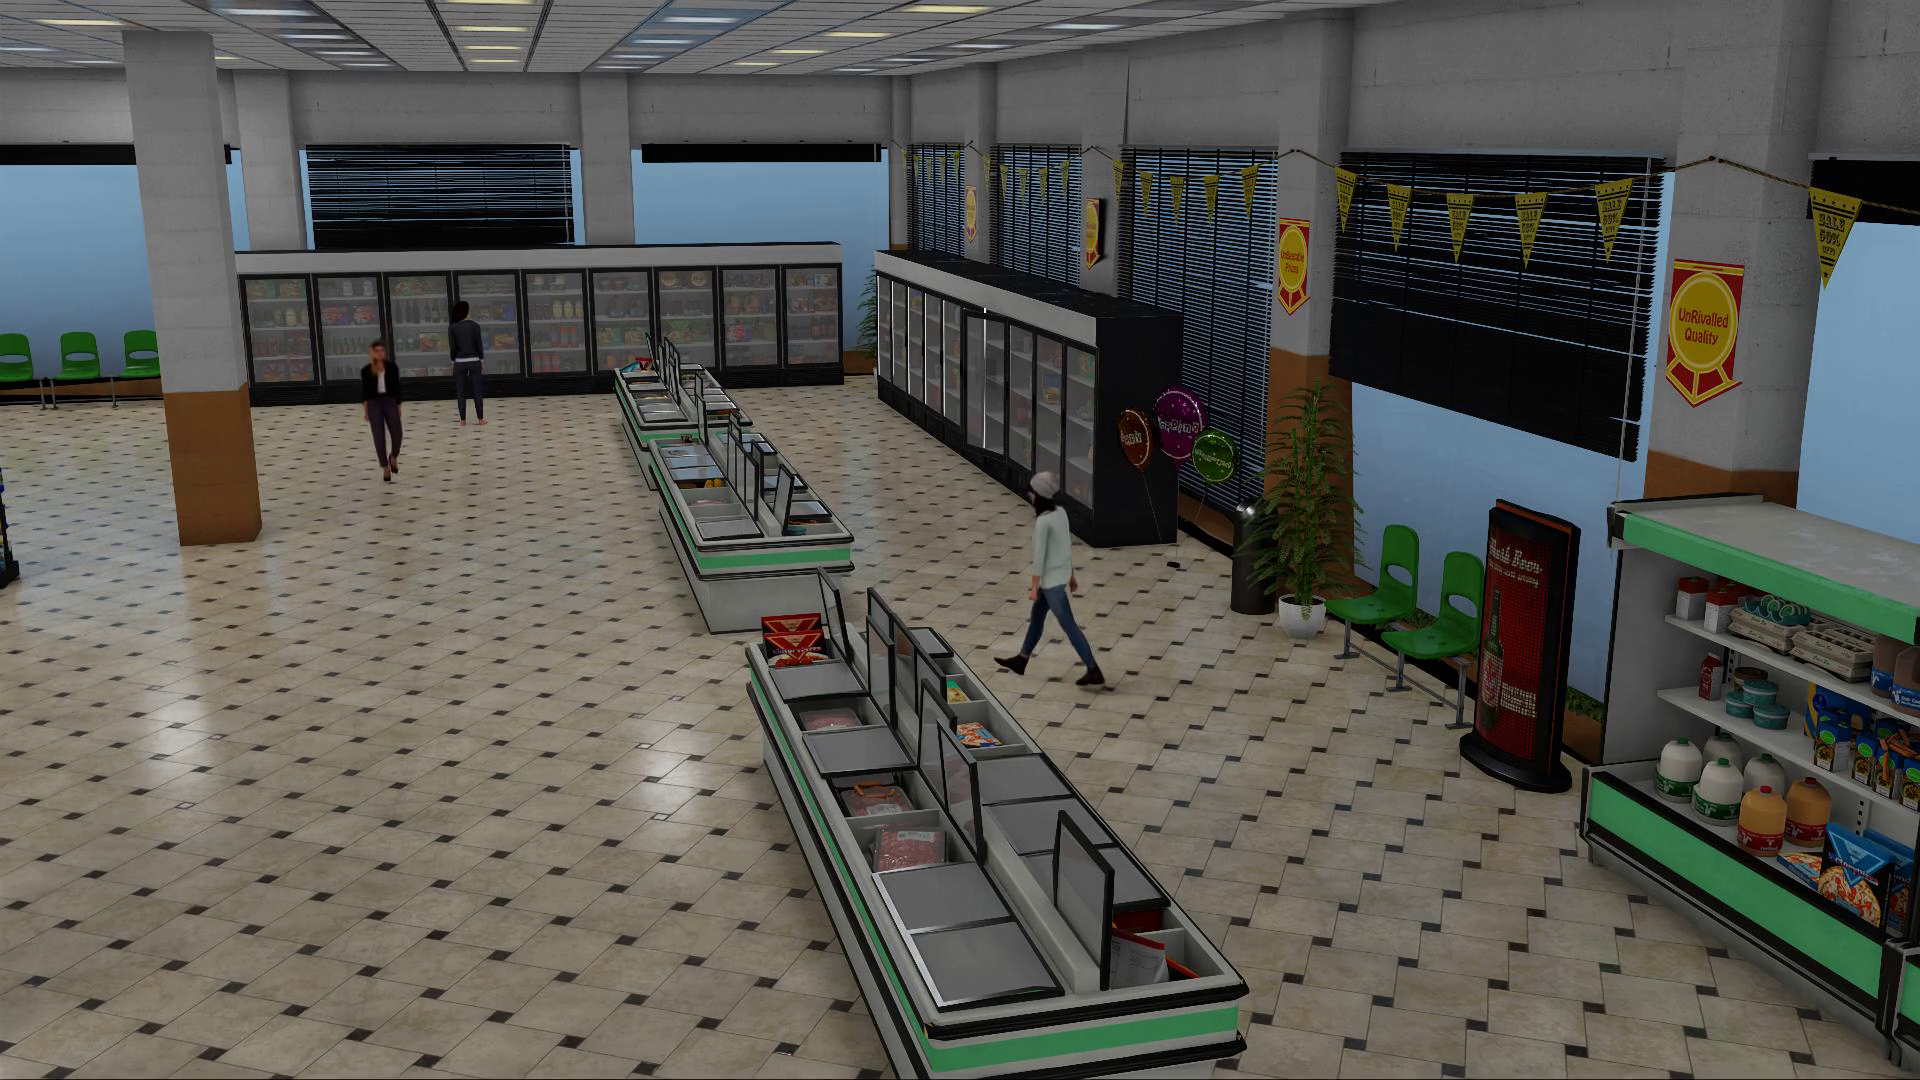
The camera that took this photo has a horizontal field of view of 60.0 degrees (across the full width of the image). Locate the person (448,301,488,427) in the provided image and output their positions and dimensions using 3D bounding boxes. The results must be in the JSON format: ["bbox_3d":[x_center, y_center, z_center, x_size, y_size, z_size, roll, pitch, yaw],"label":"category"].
[{"bbox_3d":[-6.987,-2.511,23.592,0.616,1.768,0.528,-3,14,-11],"label":"person"}]

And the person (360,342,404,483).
[{"bbox_3d":[-6.877,-1.532,19.777,0.642,1.662,0.657,-6,15,-24],"label":"person"}]

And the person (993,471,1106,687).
[{"bbox_3d":[0.780,0.320,12.268,1.094,1.604,1.124,7,15,26],"label":"person"}]
